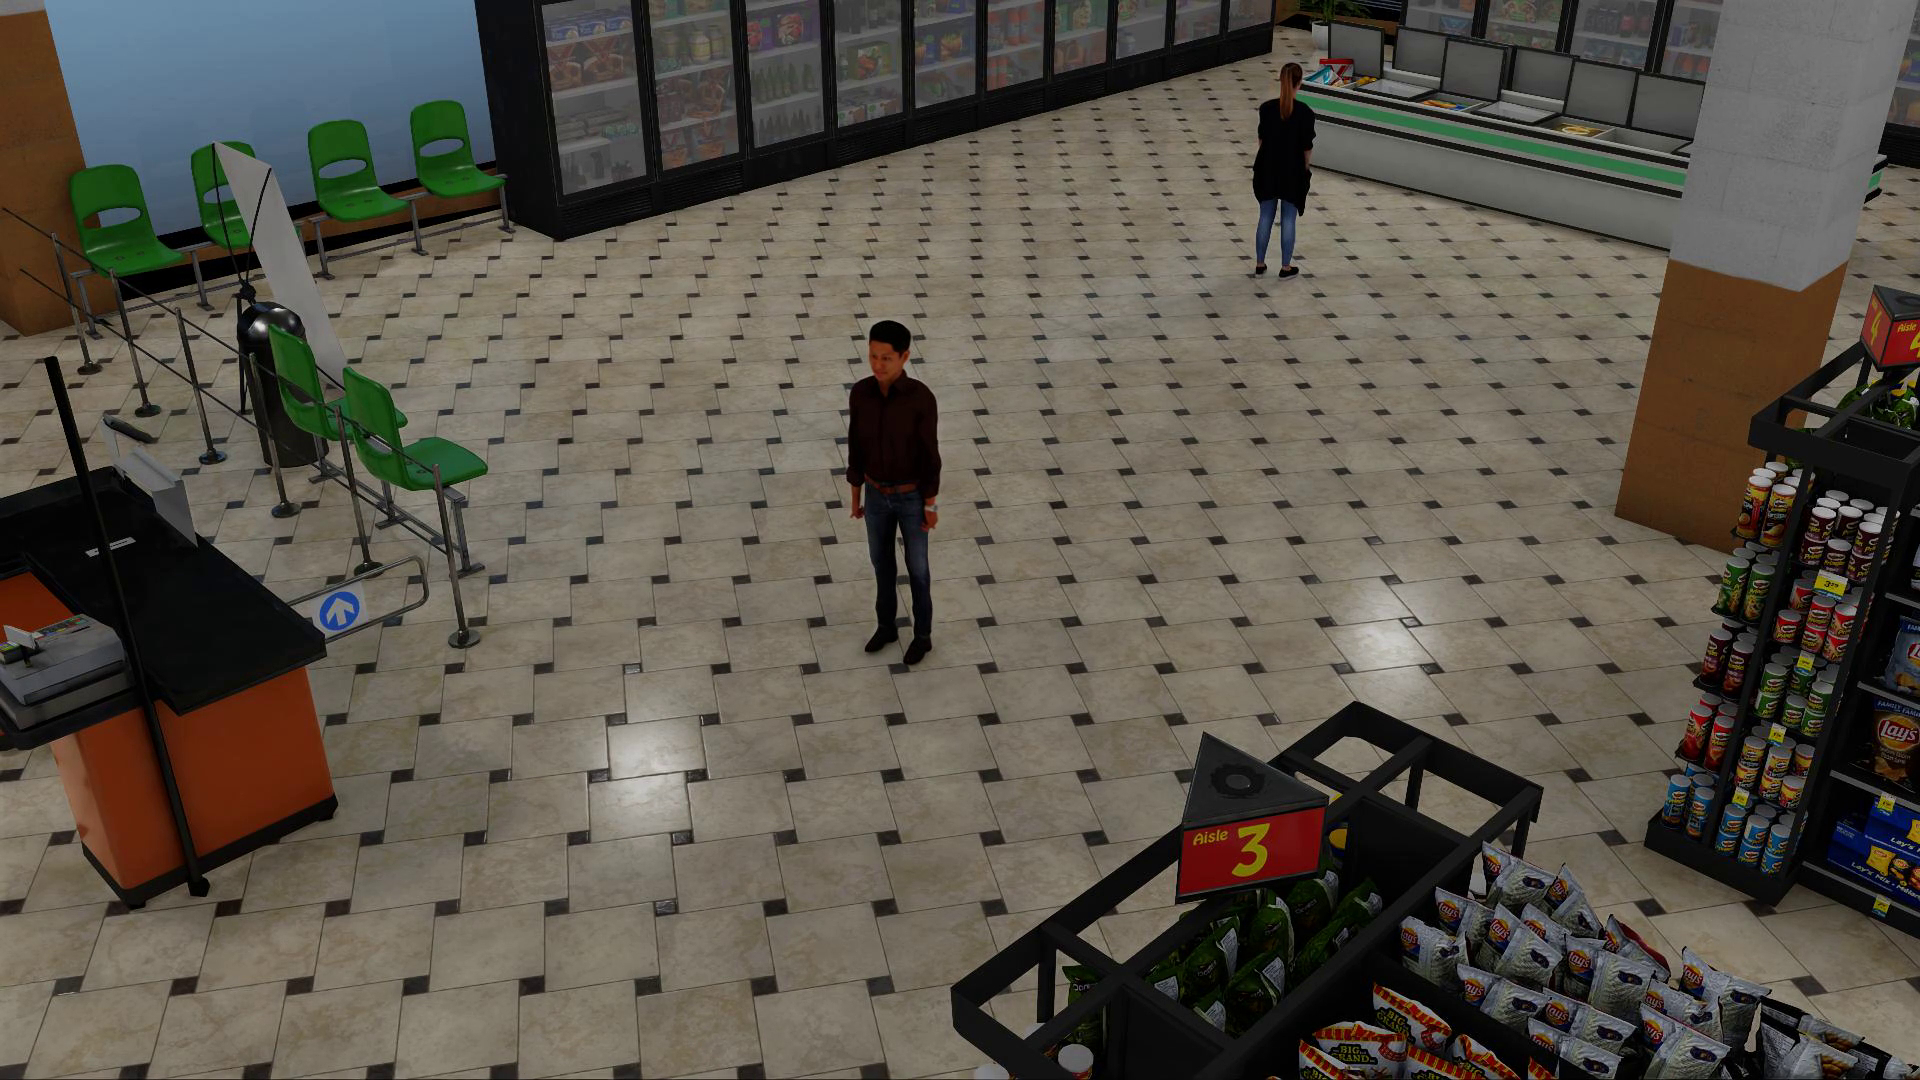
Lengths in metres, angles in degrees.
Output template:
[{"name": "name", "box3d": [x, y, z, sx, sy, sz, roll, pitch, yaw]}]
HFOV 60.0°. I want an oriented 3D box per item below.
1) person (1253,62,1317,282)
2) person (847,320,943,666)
[{"name": "person", "box3d": [2.496, -2.854, 12.913, 0.605, 1.683, 0.757, 14, 31, 23]}, {"name": "person", "box3d": [-0.295, -0.227, 8.003, 0.600, 1.778, 0.759, 11, 30, 19]}]
